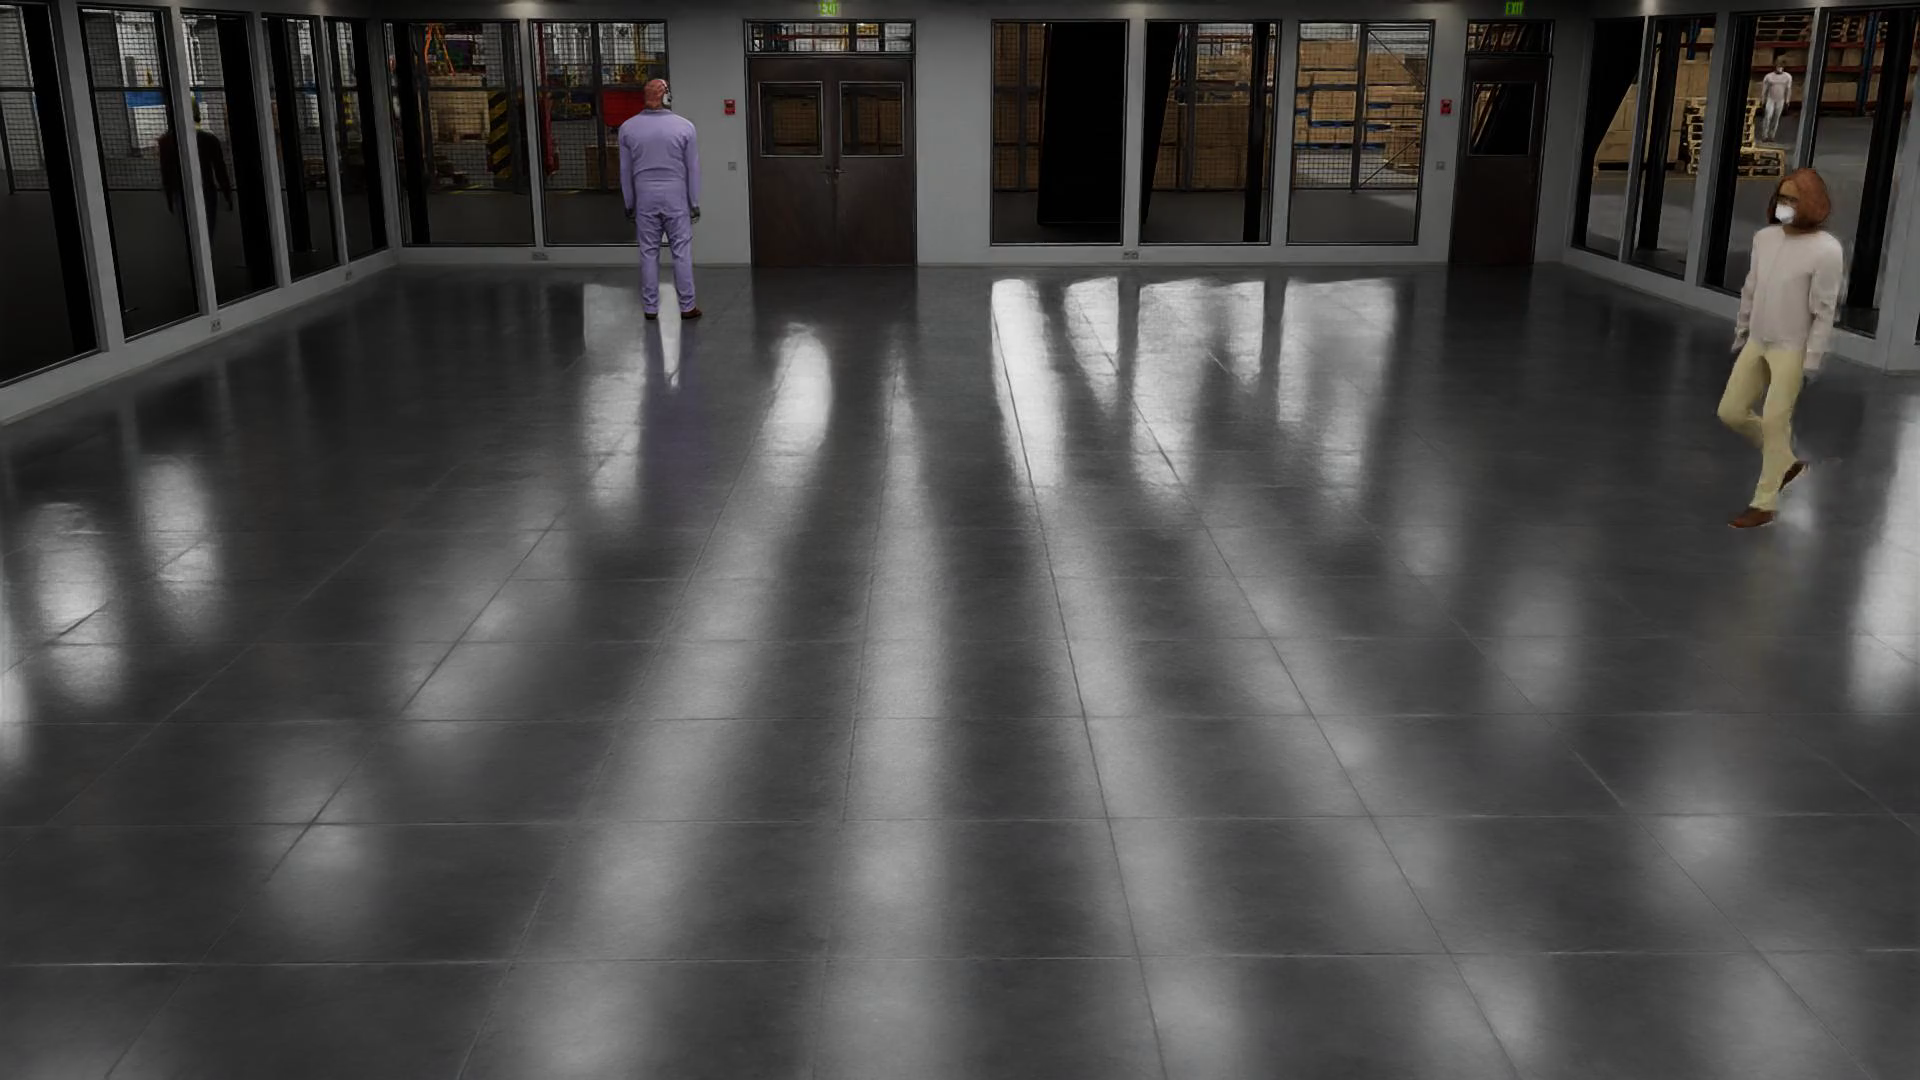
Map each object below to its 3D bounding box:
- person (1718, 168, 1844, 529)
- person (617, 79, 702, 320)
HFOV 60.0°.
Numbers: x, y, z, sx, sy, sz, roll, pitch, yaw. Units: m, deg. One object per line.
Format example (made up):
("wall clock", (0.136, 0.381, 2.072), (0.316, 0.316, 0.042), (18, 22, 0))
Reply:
("person", (3.719, -0.857, 7.511), (0.418, 1.620, 0.528), (-5, 17, -16))
("person", (-2.396, -2.726, 13.391), (0.642, 1.902, 0.399), (0, 16, 1))
